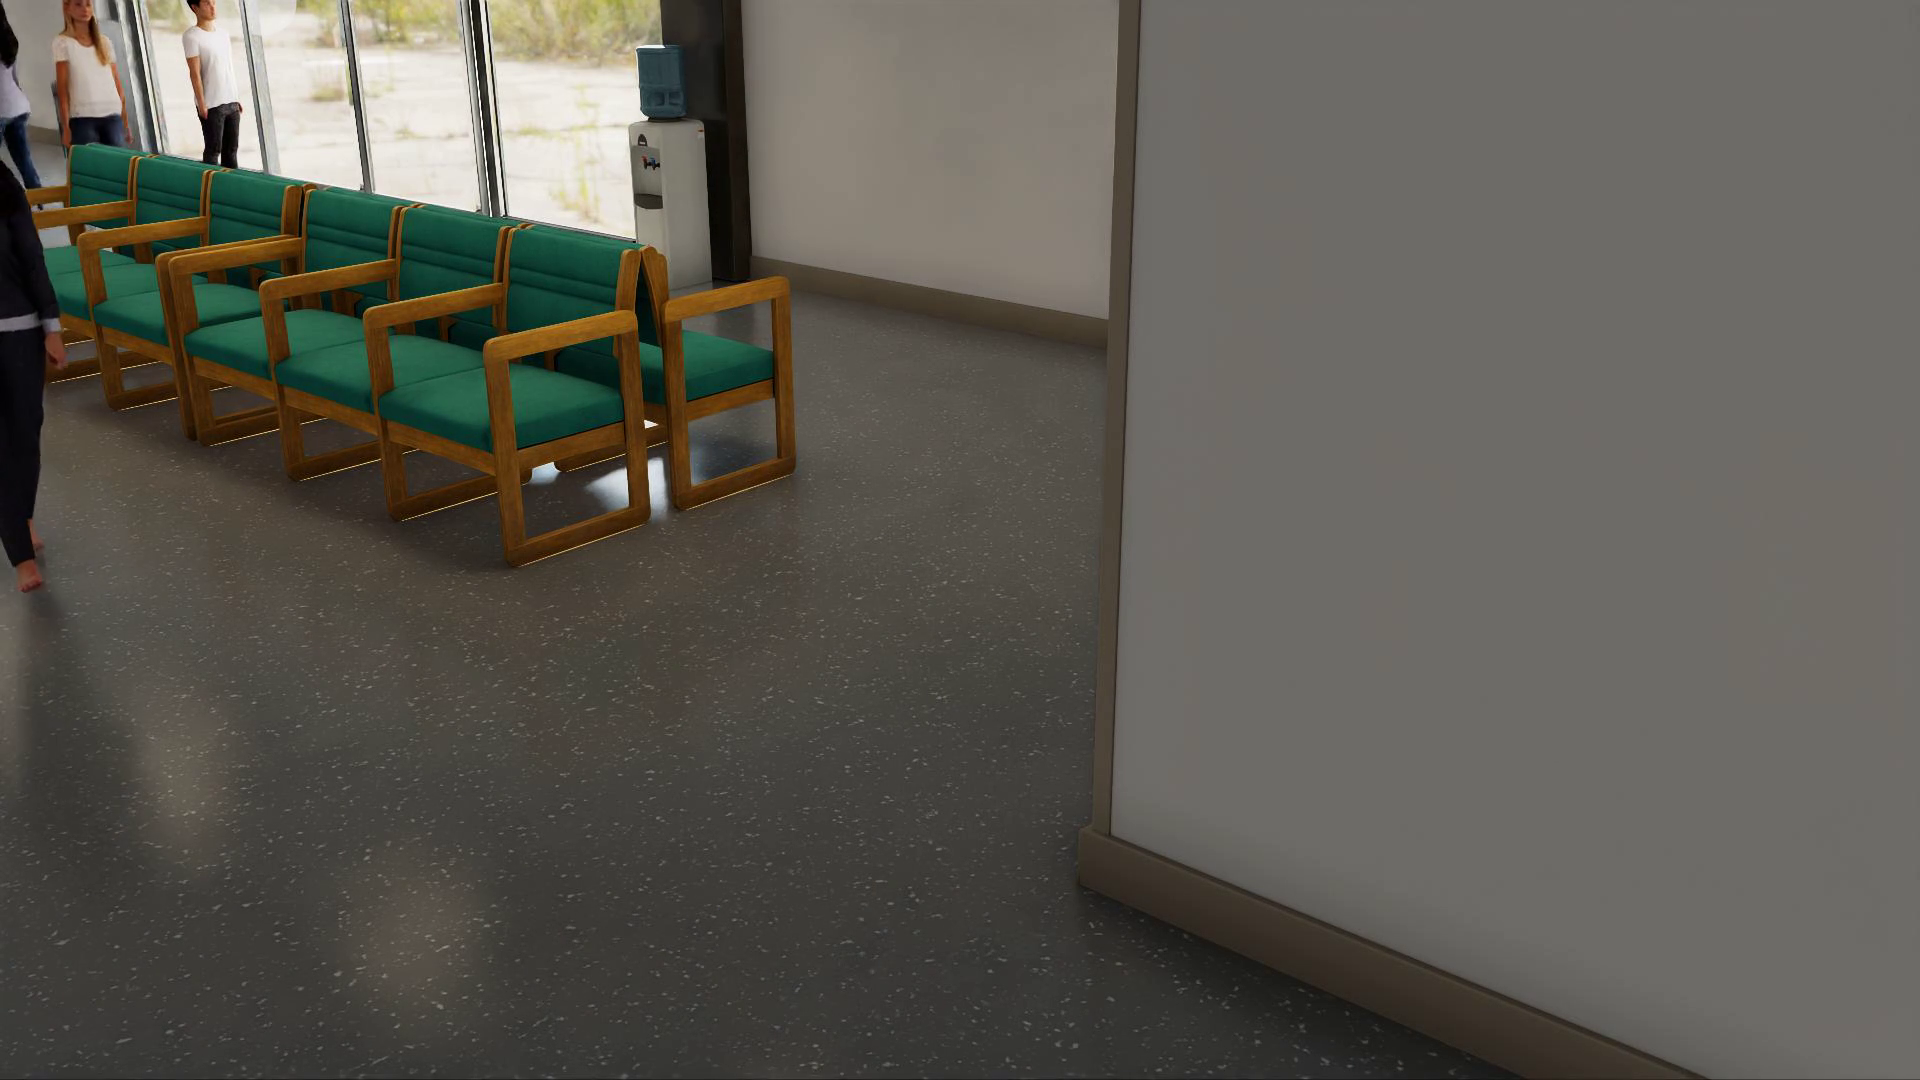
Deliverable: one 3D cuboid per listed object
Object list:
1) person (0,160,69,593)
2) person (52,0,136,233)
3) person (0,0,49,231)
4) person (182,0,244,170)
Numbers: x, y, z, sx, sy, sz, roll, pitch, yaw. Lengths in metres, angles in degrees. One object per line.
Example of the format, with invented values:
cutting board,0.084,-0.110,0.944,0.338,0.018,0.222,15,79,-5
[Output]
person,-3.451,-0.703,5.876,1.076,1.719,0.853,-16,26,-35
person,-5.937,-2.813,11.333,0.712,1.798,0.657,13,24,31
person,-6.985,-3.161,12.355,0.808,1.725,0.723,1,21,2
person,-5.951,-3.535,13.303,0.760,1.722,0.620,6,21,14
